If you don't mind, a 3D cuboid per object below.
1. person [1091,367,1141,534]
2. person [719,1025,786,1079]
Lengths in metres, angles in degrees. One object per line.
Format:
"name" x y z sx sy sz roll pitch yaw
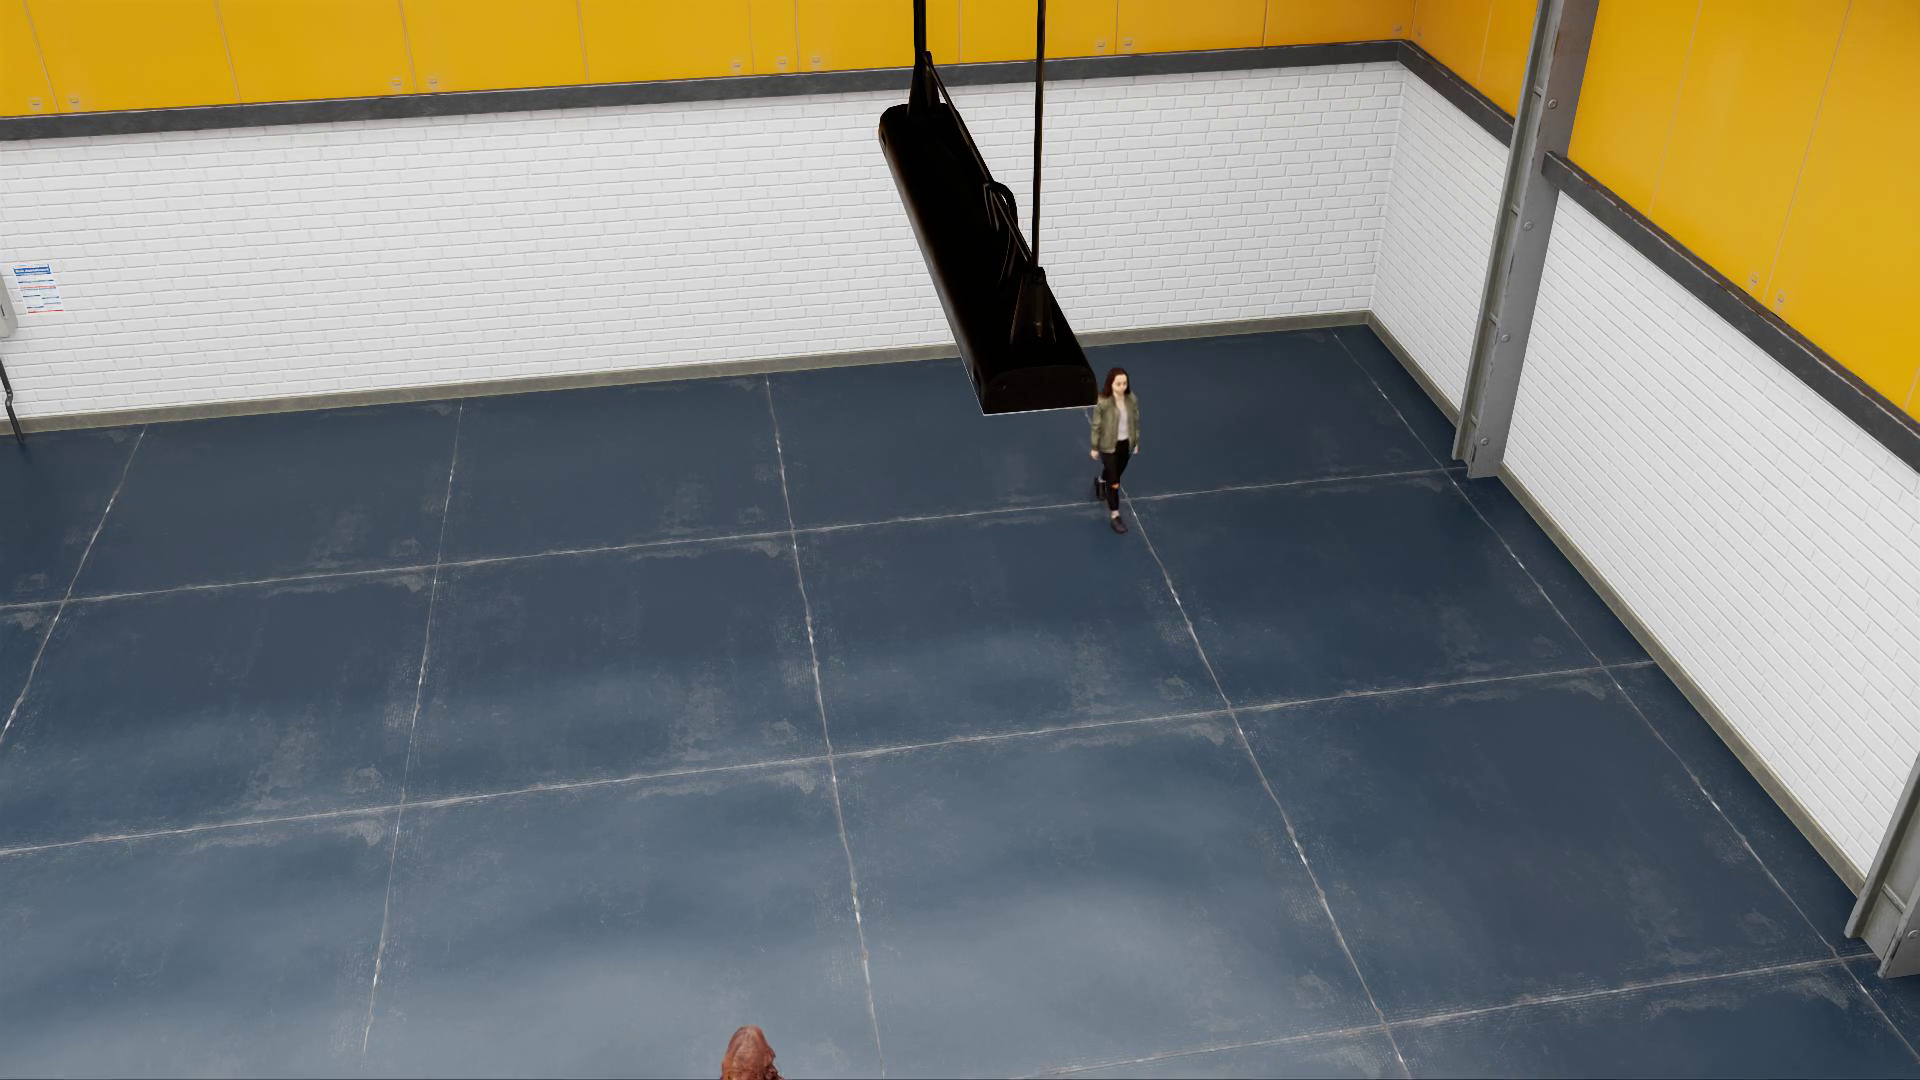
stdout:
"person" 1.305 -0.835 14.274 0.720 1.452 1.011 -13 36 -19
"person" -0.976 3.099 8.116 0.592 1.716 0.919 -6 34 -8
